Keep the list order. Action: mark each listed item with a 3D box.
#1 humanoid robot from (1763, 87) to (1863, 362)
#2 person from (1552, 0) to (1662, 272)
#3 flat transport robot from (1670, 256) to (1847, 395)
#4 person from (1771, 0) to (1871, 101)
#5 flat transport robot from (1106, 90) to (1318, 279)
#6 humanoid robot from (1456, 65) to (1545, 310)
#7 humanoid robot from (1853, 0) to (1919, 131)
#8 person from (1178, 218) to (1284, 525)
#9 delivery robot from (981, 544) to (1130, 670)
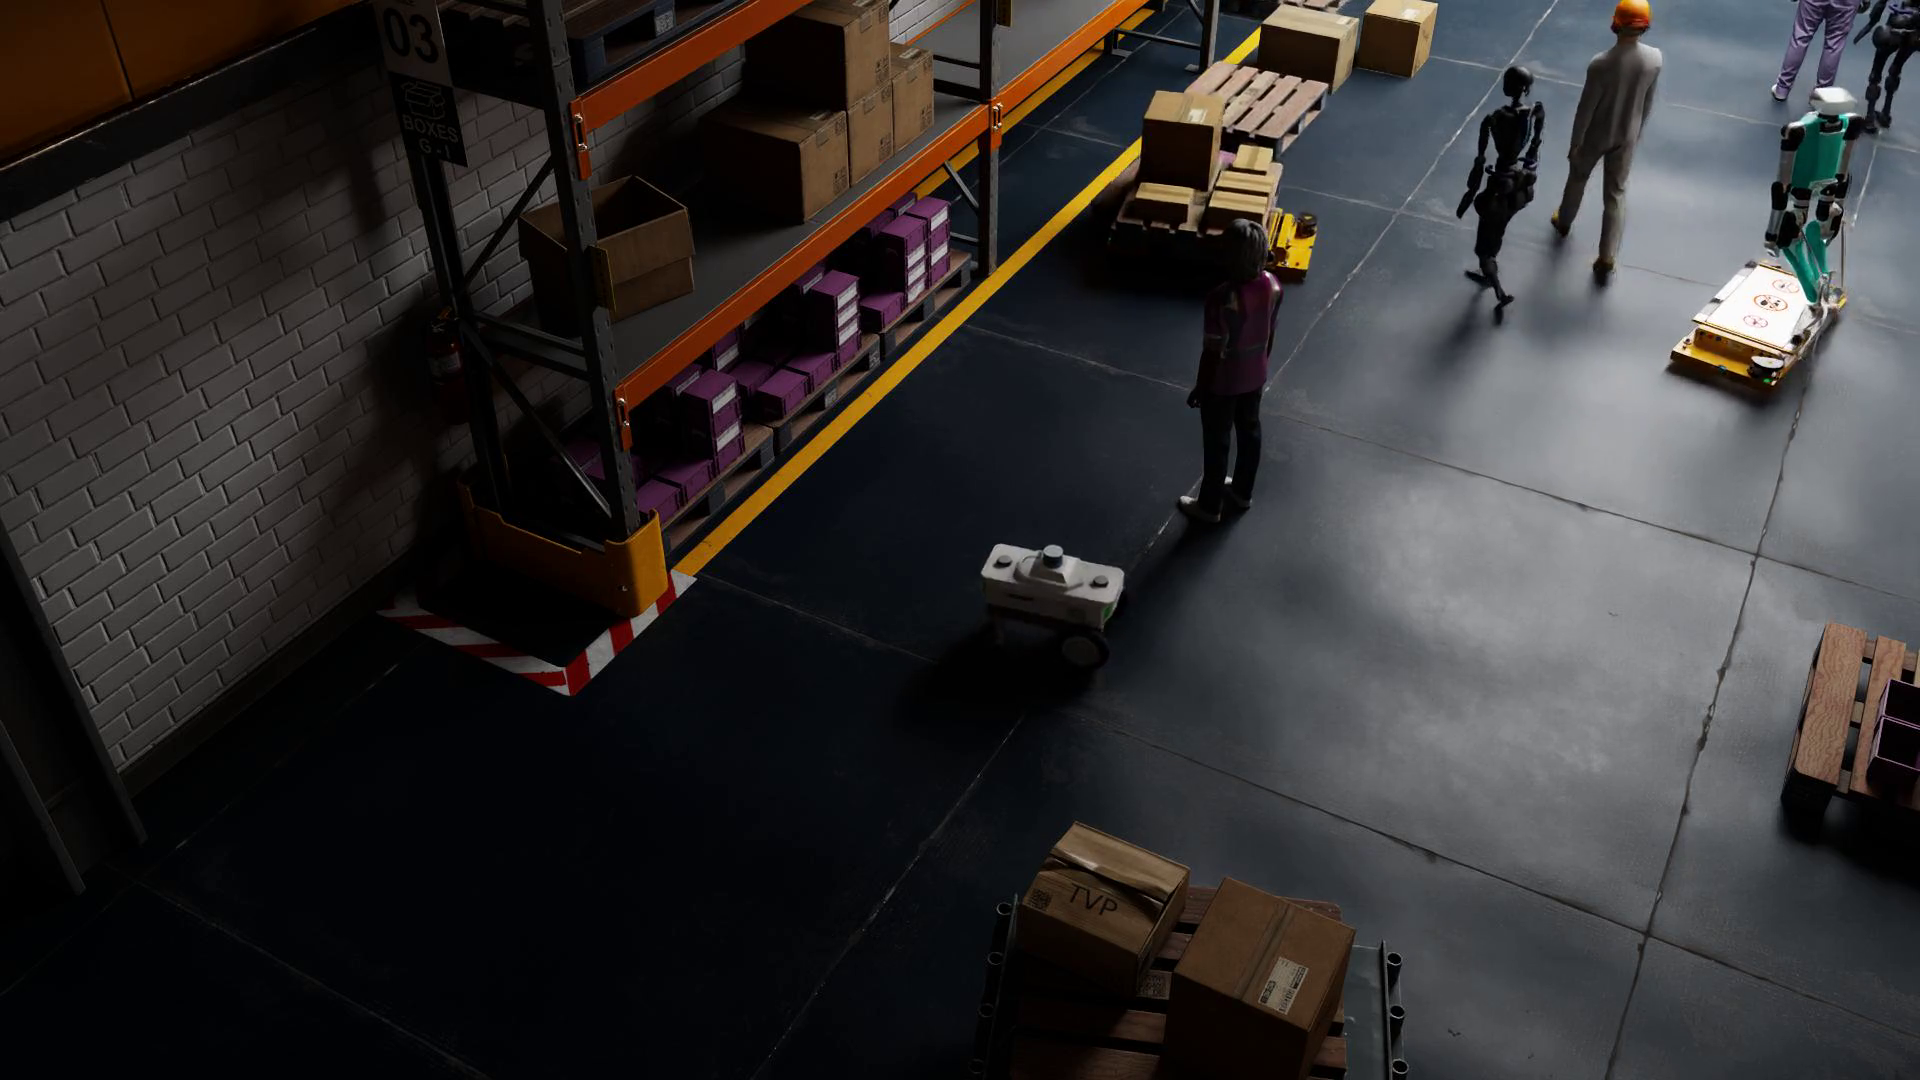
[{"bbox_3d":[5.360,-1.834,10.402,0.549,1.850,0.786,-11,40,-13],"label":"humanoid robot"},{"bbox_3d":[4.494,-2.799,11.460,0.571,1.858,0.949,2,39,2],"label":"person"},{"bbox_3d":[5.320,-1.443,11.023,0.659,0.231,1.431,28,46,30],"label":"flat transport robot"},{"bbox_3d":[7.097,-4.480,13.511,0.639,1.908,0.413,17,42,20],"label":"person"},{"bbox_3d":[1.820,-2.203,11.974,1.431,0.231,0.659,10,40,13],"label":"flat transport robot"},{"bbox_3d":[3.641,-2.329,11.041,0.585,1.657,0.641,-19,42,-22],"label":"humanoid robot"},{"bbox_3d":[7.462,-4.094,13.208,0.597,1.660,0.396,-1,39,-1],"label":"humanoid robot"},{"bbox_3d":[1.477,-0.903,9.085,0.513,1.847,0.344,-20,43,-23],"label":"person"},{"bbox_3d":[0.492,0.286,8.620,0.751,0.579,0.504,12,40,15],"label":"delivery robot"}]
